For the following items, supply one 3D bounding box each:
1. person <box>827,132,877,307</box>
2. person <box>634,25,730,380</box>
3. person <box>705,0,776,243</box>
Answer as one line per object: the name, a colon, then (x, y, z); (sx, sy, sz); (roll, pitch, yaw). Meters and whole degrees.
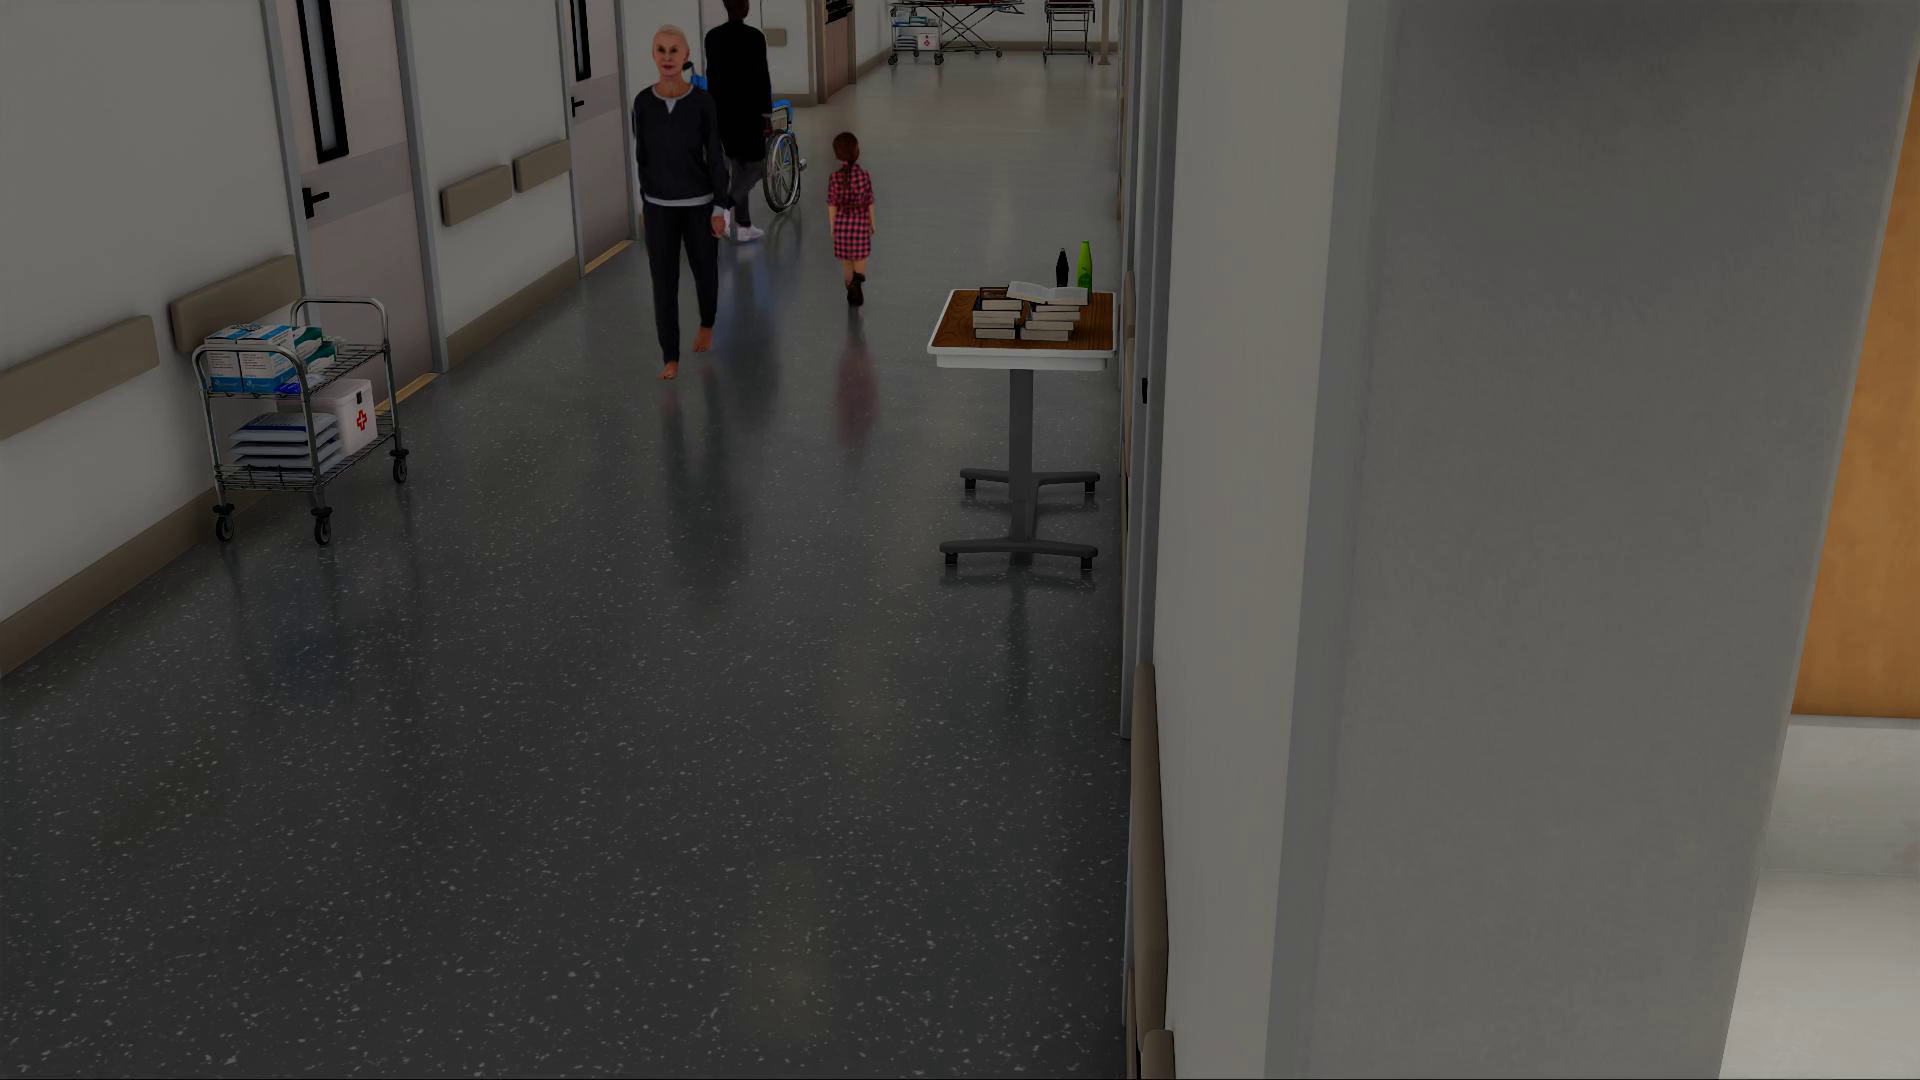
person: (-0.638, -1.866, 9.777); (0.470, 1.015, 0.608); (-1, 21, -2)
person: (-1.393, -1.703, 8.409); (0.694, 1.679, 1.147); (0, 21, 0)
person: (-1.581, -2.892, 11.462); (0.885, 1.741, 1.059); (10, 23, 25)
